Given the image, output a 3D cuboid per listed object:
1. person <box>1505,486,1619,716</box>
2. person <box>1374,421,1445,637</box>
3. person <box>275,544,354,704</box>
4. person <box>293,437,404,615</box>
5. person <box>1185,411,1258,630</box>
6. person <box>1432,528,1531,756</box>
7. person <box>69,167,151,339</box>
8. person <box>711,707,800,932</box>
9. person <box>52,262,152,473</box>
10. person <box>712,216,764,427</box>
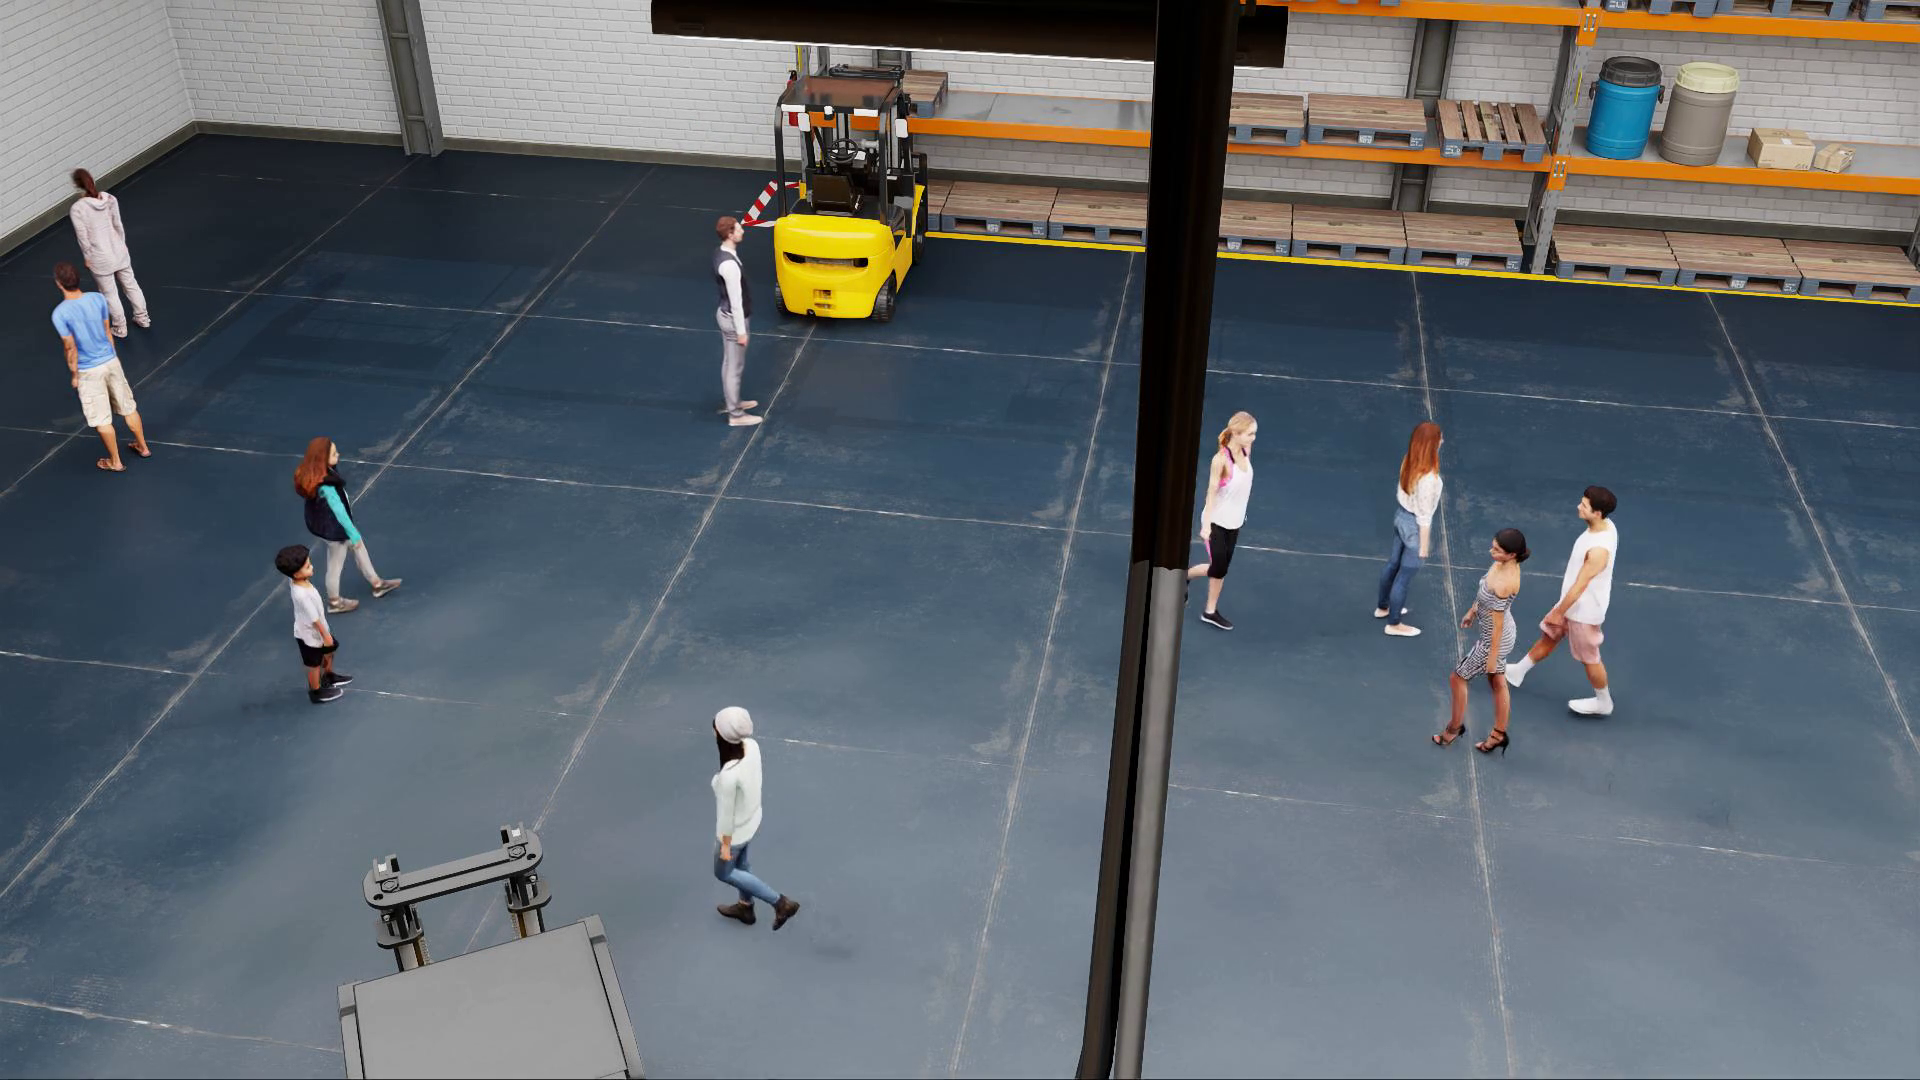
[{"bbox_3d":[4.290,0.472,11.217,1.161,1.733,0.760,11,35,16],"label":"person"},{"bbox_3d":[3.272,-0.097,12.077,0.594,1.728,0.636,-4,34,-7],"label":"person"},{"bbox_3d":[-4.541,0.604,11.458,0.643,1.246,0.596,-12,36,-18],"label":"person"},{"bbox_3d":[-4.686,-0.084,12.283,0.926,1.479,0.823,-13,36,-19],"label":"person"},{"bbox_3d":[1.848,-0.170,12.146,0.868,1.774,0.946,-28,43,-35],"label":"person"},{"bbox_3d":[3.561,0.700,10.810,0.792,1.803,0.722,16,37,23],"label":"person"},{"bbox_3d":[-8.304,-2.809,16.190,0.703,1.692,0.715,20,38,27],"label":"person"},{"bbox_3d":[-1.203,1.643,9.546,0.797,1.632,0.619,9,35,13],"label":"person"},{"bbox_3d":[-7.274,-1.471,14.021,0.685,1.864,0.718,17,37,24],"label":"person"},{"bbox_3d":[-2.001,-1.945,14.671,0.701,1.934,0.726,-9,35,-13],"label":"person"}]
